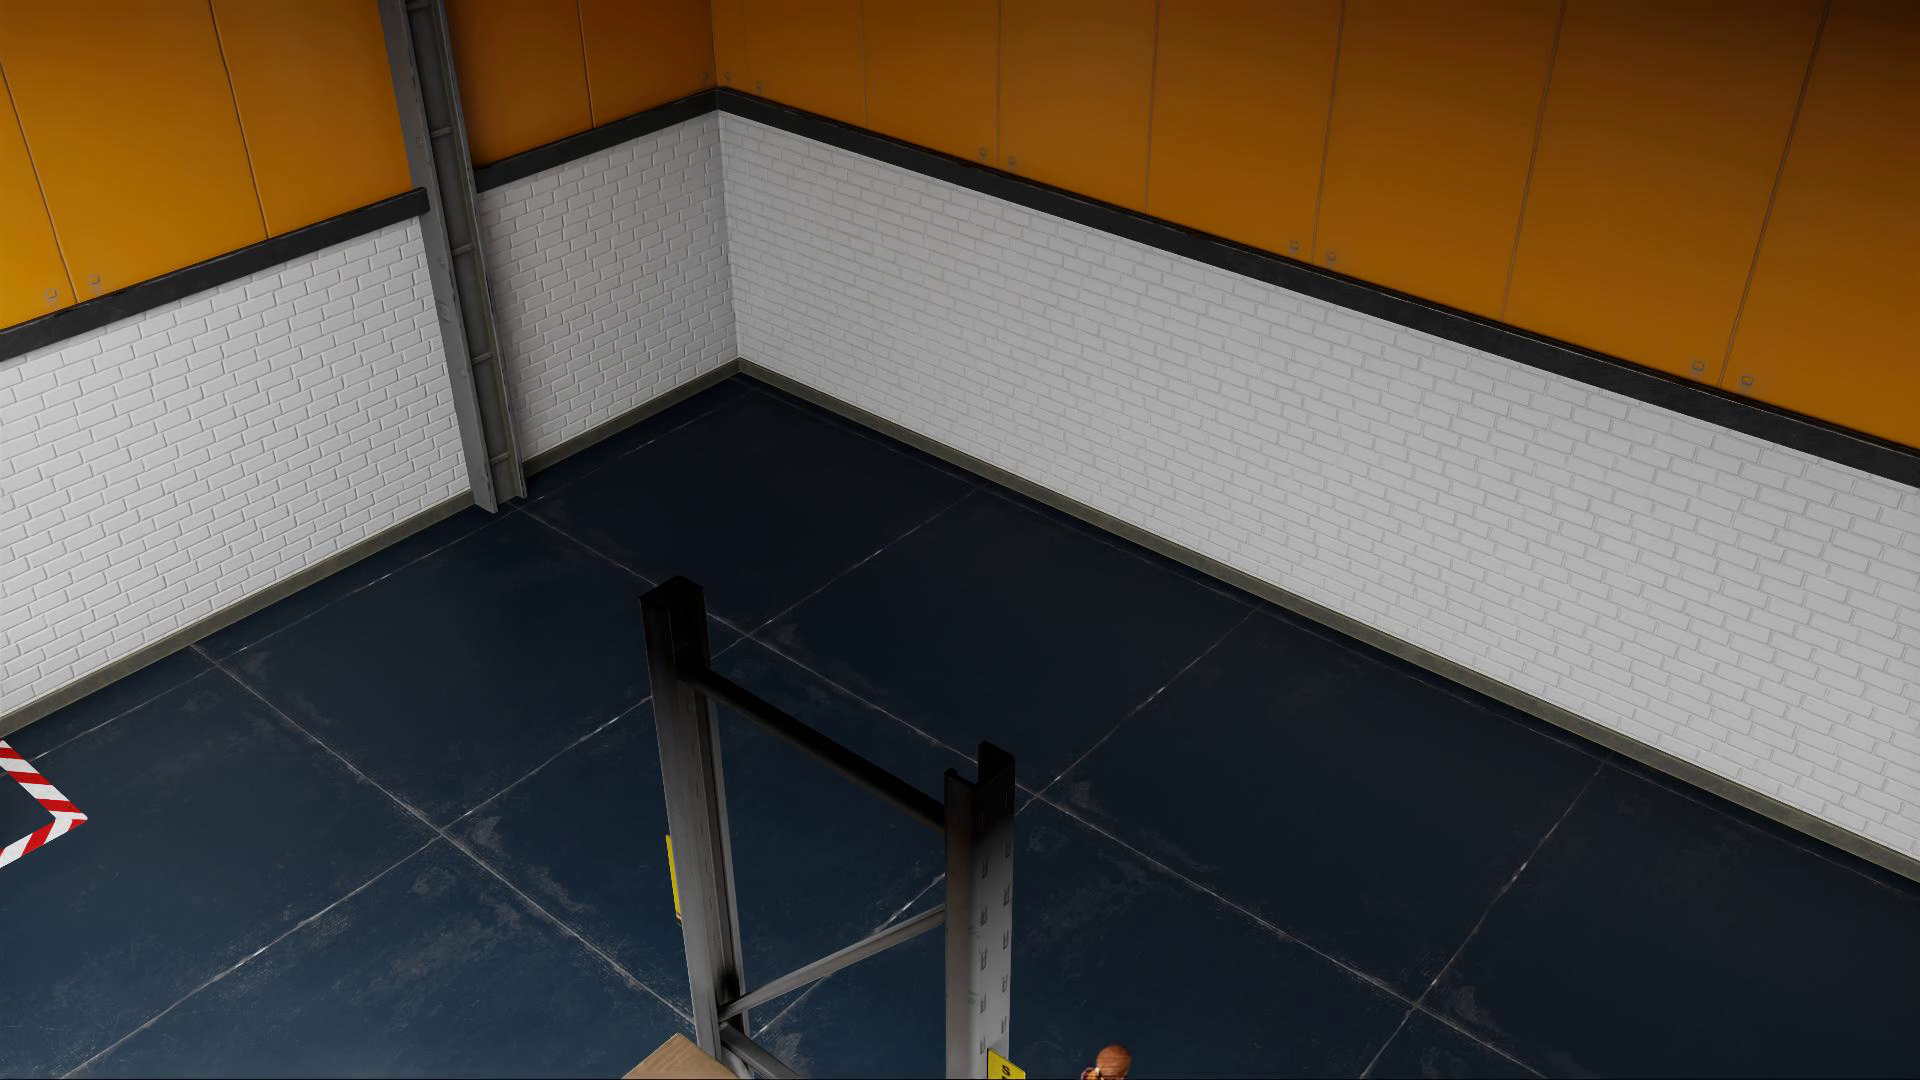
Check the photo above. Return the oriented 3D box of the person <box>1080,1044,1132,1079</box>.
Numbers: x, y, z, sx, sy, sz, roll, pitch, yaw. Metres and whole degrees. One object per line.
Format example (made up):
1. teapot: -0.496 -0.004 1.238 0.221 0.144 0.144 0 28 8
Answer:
1. person: 0.734 3.182 8.838 0.691 1.292 0.570 -29 43 -36
